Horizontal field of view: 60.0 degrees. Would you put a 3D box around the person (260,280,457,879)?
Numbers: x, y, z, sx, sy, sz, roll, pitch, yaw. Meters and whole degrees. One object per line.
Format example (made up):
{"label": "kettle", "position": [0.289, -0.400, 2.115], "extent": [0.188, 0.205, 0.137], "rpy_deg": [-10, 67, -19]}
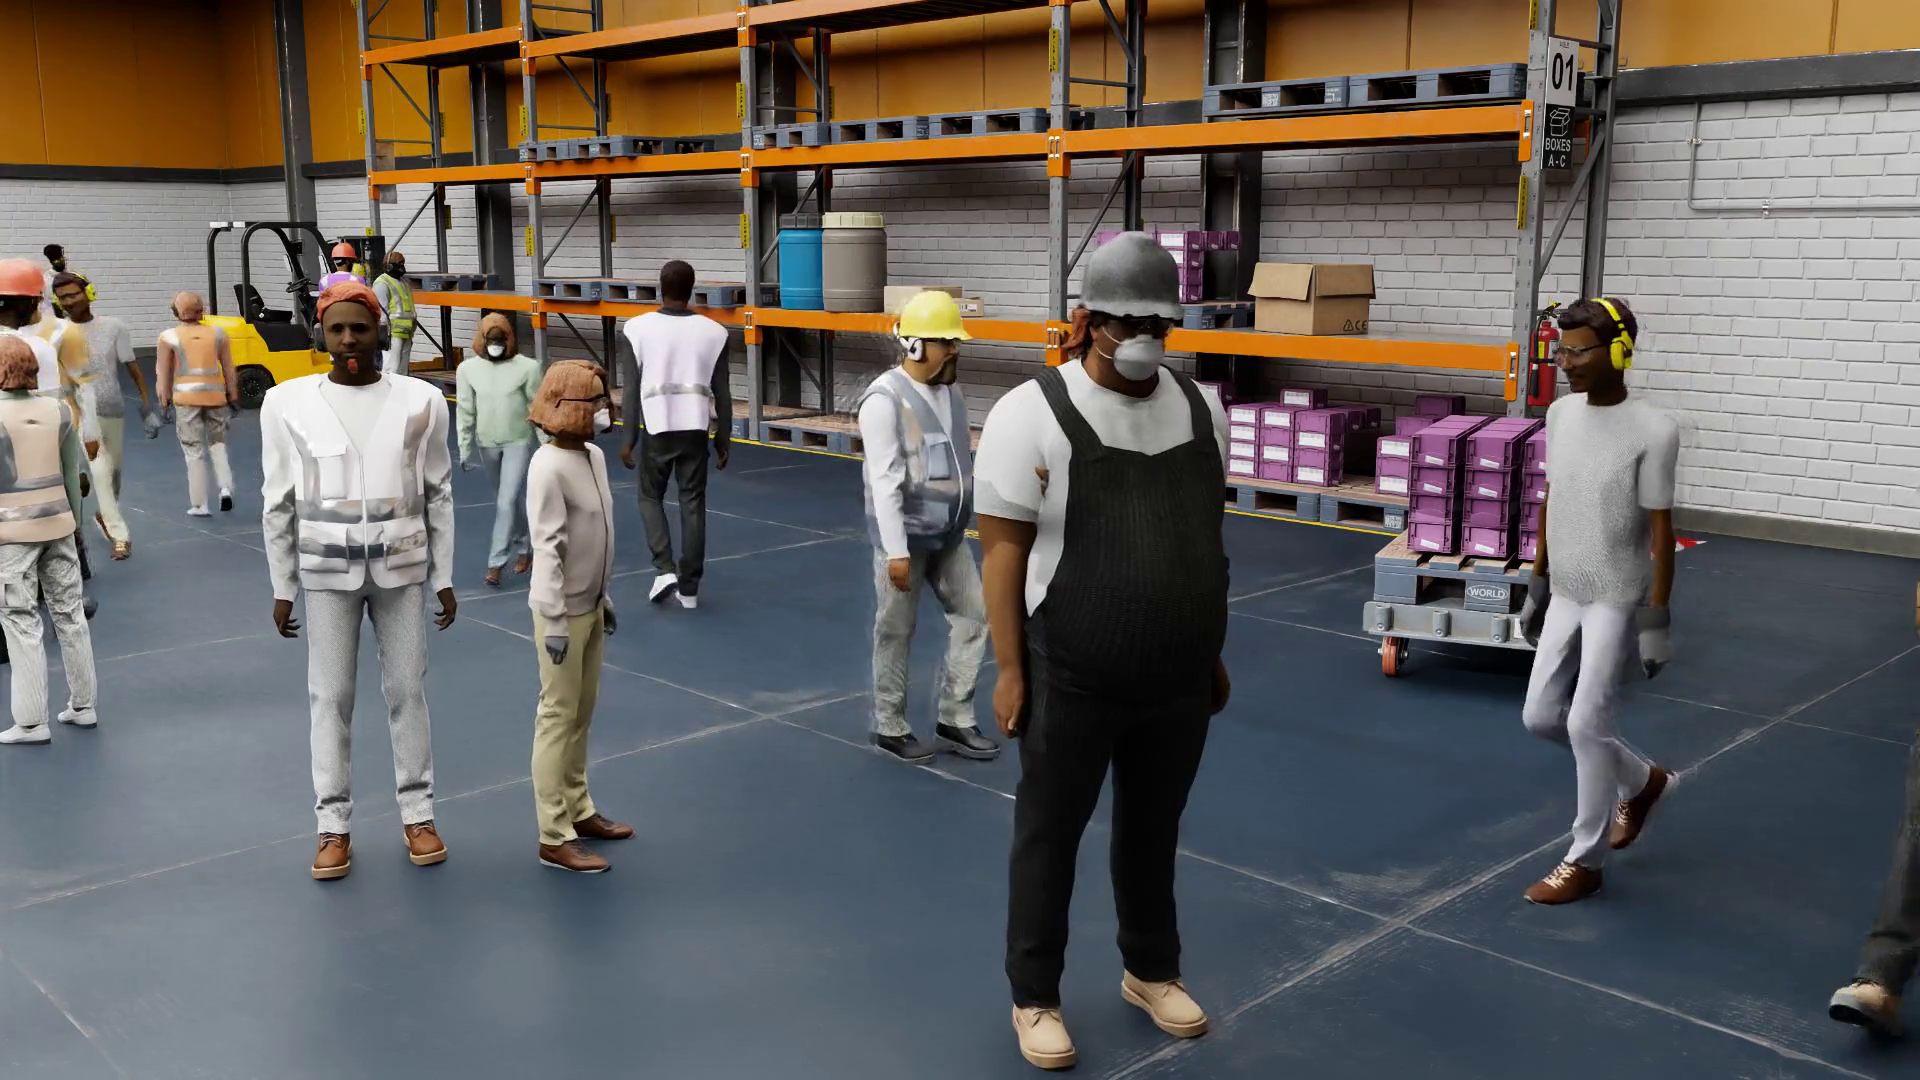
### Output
{"label": "person", "position": [-1.892, 0.126, 5.289], "extent": [0.576, 1.882, 0.355], "rpy_deg": [-5, 11, -23]}

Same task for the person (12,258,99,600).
{"label": "person", "position": [-5.187, -0.614, 9.296], "extent": [0.560, 1.884, 0.967], "rpy_deg": [0, 10, 2]}

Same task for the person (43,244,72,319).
{"label": "person", "position": [-11.468, -2.826, 21.320], "extent": [0.496, 1.913, 0.711], "rpy_deg": [1, 10, 3]}

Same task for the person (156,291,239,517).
{"label": "person", "position": [-5.478, -0.975, 11.972], "extent": [0.542, 1.624, 0.342], "rpy_deg": [-10, 14, -44]}

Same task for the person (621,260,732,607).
{"label": "person", "position": [-1.552, -0.577, 9.108], "extent": [0.625, 1.888, 0.467], "rpy_deg": [-4, 11, -20]}

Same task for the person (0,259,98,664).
{"label": "person", "position": [-4.512, -0.402, 8.114], "extent": [0.581, 1.894, 0.910], "rpy_deg": [3, 11, 14]}

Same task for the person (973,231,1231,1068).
{"label": "person", "position": [0.403, 0.270, 4.069], "extent": [0.688, 2.000, 0.536], "rpy_deg": [-5, 11, -24]}

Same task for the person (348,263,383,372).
{"label": "person", "position": [-6.793, -2.356, 19.307], "extent": [0.838, 1.715, 0.576], "rpy_deg": [-5, 12, -25]}

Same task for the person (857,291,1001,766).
{"label": "person", "position": [-0.099, -0.019, 6.260], "extent": [0.603, 1.808, 0.610], "rpy_deg": [8, 13, 37]}

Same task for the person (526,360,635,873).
{"label": "person", "position": [-1.236, 0.234, 5.376], "extent": [0.281, 1.633, 0.501], "rpy_deg": [1, 10, 6]}

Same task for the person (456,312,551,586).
{"label": "person", "position": [-2.660, -0.538, 9.717], "extent": [0.514, 1.579, 0.853], "rpy_deg": [1, 10, 6]}

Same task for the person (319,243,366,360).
{"label": "person", "position": [-6.824, -2.327, 18.533], "extent": [0.543, 1.932, 0.376], "rpy_deg": [1, 10, 4]}

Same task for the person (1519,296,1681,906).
{"label": "person", "position": [1.986, 0.183, 5.081], "extent": [0.558, 1.847, 0.541], "rpy_deg": [-4, 11, -22]}

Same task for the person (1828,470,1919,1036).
{"label": "person", "position": [2.589, 0.374, 4.182], "extent": [0.983, 1.786, 0.531], "rpy_deg": [-8, 13, -37]}

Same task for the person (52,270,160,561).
{"label": "person", "position": [-5.506, -0.822, 10.675], "extent": [0.604, 1.814, 0.976], "rpy_deg": [-6, 12, -29]}

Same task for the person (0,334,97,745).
{"label": "person", "position": [-3.722, 0.000, 6.642], "extent": [0.309, 1.638, 0.522], "rpy_deg": [4, 11, 21]}

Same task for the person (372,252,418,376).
{"label": "person", "position": [-6.250, -2.273, 18.484], "extent": [0.429, 1.841, 0.634], "rpy_deg": [1, 10, 6]}

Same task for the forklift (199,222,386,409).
{"label": "forklift", "position": [-8.169, -2.758, 20.163], "extent": [2.313, 2.155, 1.214], "rpy_deg": [-10, 14, -44]}
